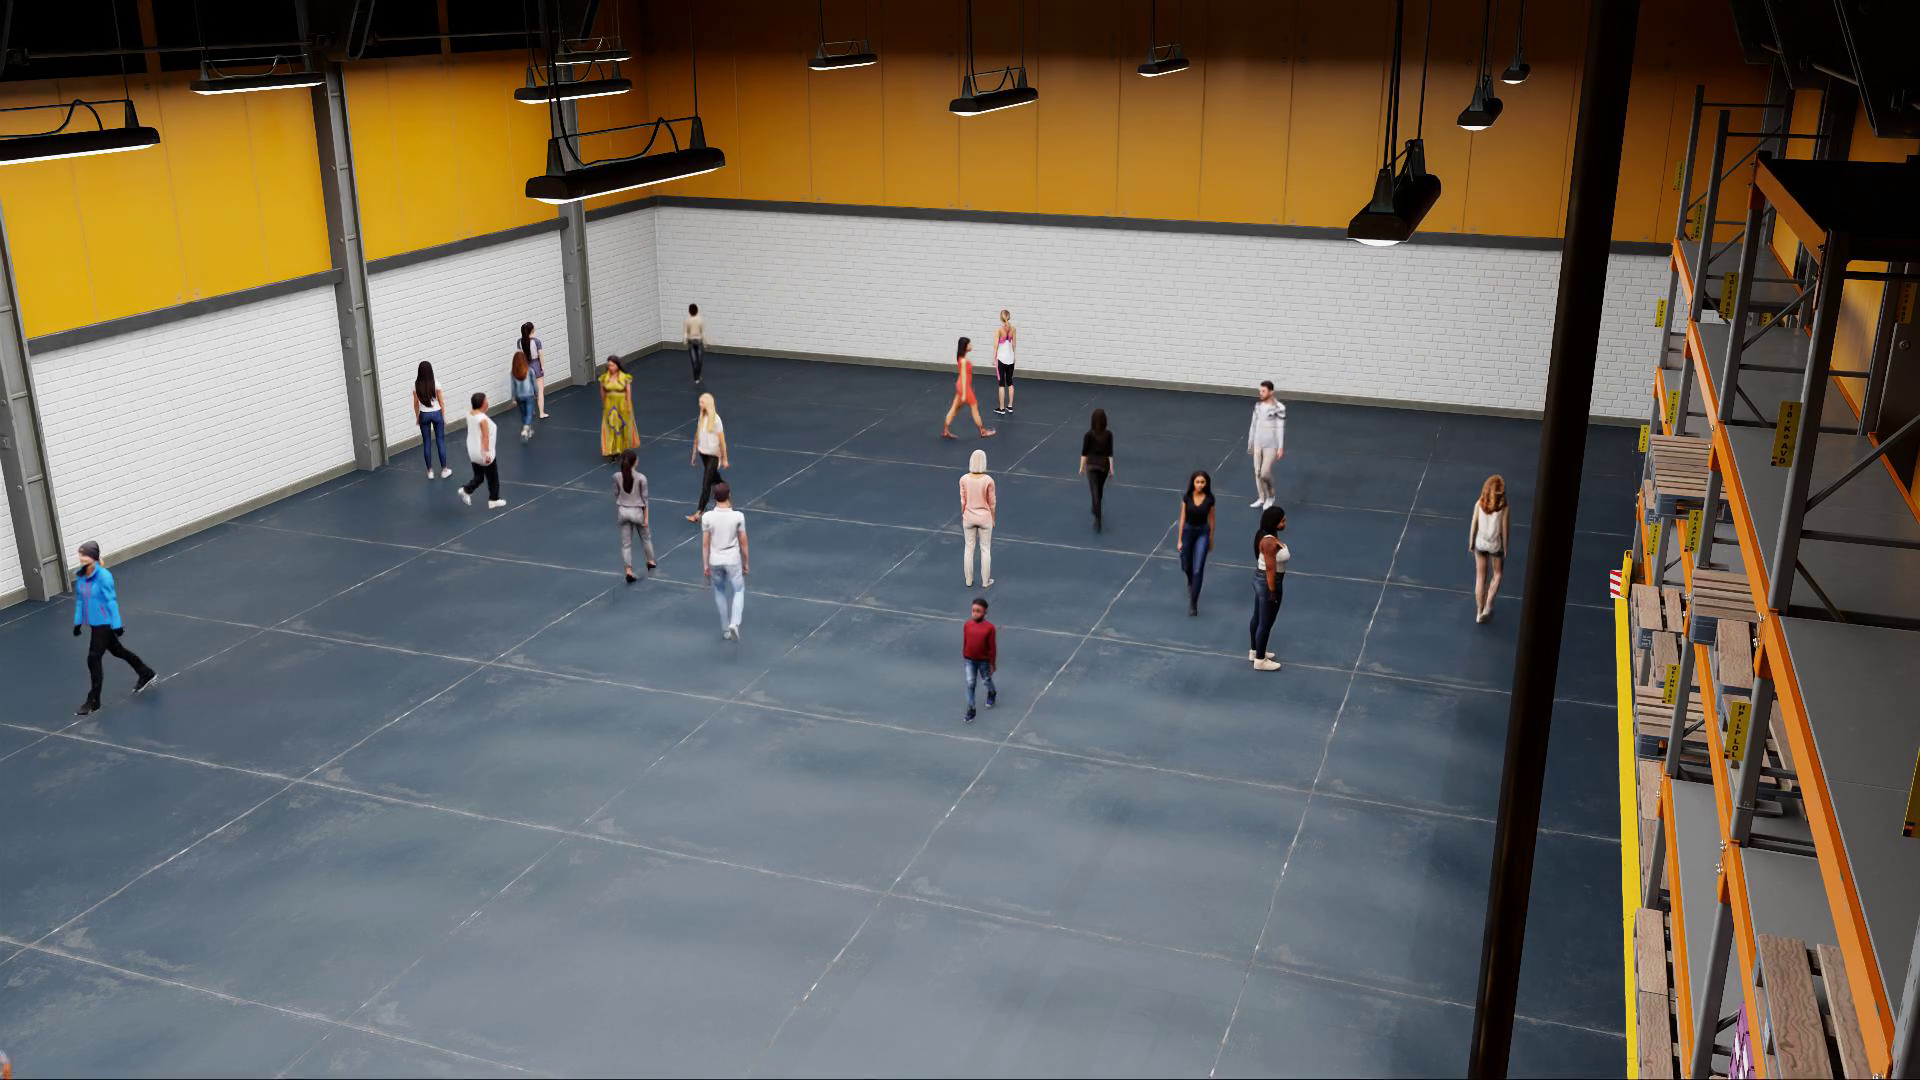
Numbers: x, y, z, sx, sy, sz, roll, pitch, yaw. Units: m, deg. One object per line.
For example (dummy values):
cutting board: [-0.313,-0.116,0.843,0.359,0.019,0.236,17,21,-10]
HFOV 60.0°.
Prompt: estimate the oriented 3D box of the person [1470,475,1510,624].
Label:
person: [6.062,0.130,19.112,0.627,1.753,0.610,10,21,27]

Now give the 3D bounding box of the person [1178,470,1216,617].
person: [2.773,-0.012,19.592,0.660,1.716,1.047,3,19,10]

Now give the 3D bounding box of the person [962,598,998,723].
person: [0.210,1.173,16.823,0.503,1.238,0.823,6,20,18]

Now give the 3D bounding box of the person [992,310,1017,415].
person: [0.777,-3.072,28.568,0.662,1.788,0.745,-11,21,-29]

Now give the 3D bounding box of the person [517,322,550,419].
person: [-7.260,-2.890,28.242,0.625,1.650,0.564,4,19,11]

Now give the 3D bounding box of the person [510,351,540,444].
person: [-7.006,-2.284,26.750,0.756,1.455,1.026,1,19,2]

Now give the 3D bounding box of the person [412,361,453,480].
person: [-7.894,-1.798,24.807,0.667,1.774,0.662,-2,19,-6]

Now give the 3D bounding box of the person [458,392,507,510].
person: [-6.731,-1.228,23.278,1.002,1.669,0.888,-15,24,-37]

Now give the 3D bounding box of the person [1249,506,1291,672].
person: [3.300,0.498,17.938,0.782,1.805,0.660,0,19,0]

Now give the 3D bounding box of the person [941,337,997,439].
person: [-0.019,-2.401,26.762,1.043,1.667,1.139,-3,19,-10]

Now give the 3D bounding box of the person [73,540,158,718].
person: [-8.675,0.851,16.971,0.817,1.754,1.239,12,22,31]

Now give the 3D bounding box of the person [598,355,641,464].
person: [-5.298,-2.058,25.821,1.169,1.618,1.428,-3,19,-9]

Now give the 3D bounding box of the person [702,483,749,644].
person: [-2.616,0.291,18.510,0.898,1.833,1.084,-2,19,-5]

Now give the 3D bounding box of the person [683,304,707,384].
person: [-4.881,-3.605,30.703,0.925,1.435,1.038,-6,20,-18]

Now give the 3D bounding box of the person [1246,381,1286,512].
person: [4.361,-1.339,23.345,0.820,1.836,0.812,-15,24,-38]

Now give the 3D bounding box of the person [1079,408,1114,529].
person: [1.870,-0.937,22.514,0.923,1.604,1.145,-2,19,-7]

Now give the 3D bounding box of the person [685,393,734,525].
person: [-3.344,-1.120,22.787,0.897,1.777,1.246,14,23,36]

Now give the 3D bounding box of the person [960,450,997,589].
person: [0.217,-0.267,20.335,0.625,1.726,0.560,4,19,12]

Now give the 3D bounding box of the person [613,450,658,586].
person: [-4.057,-0.249,20.396,0.735,1.653,0.976,2,19,7]
